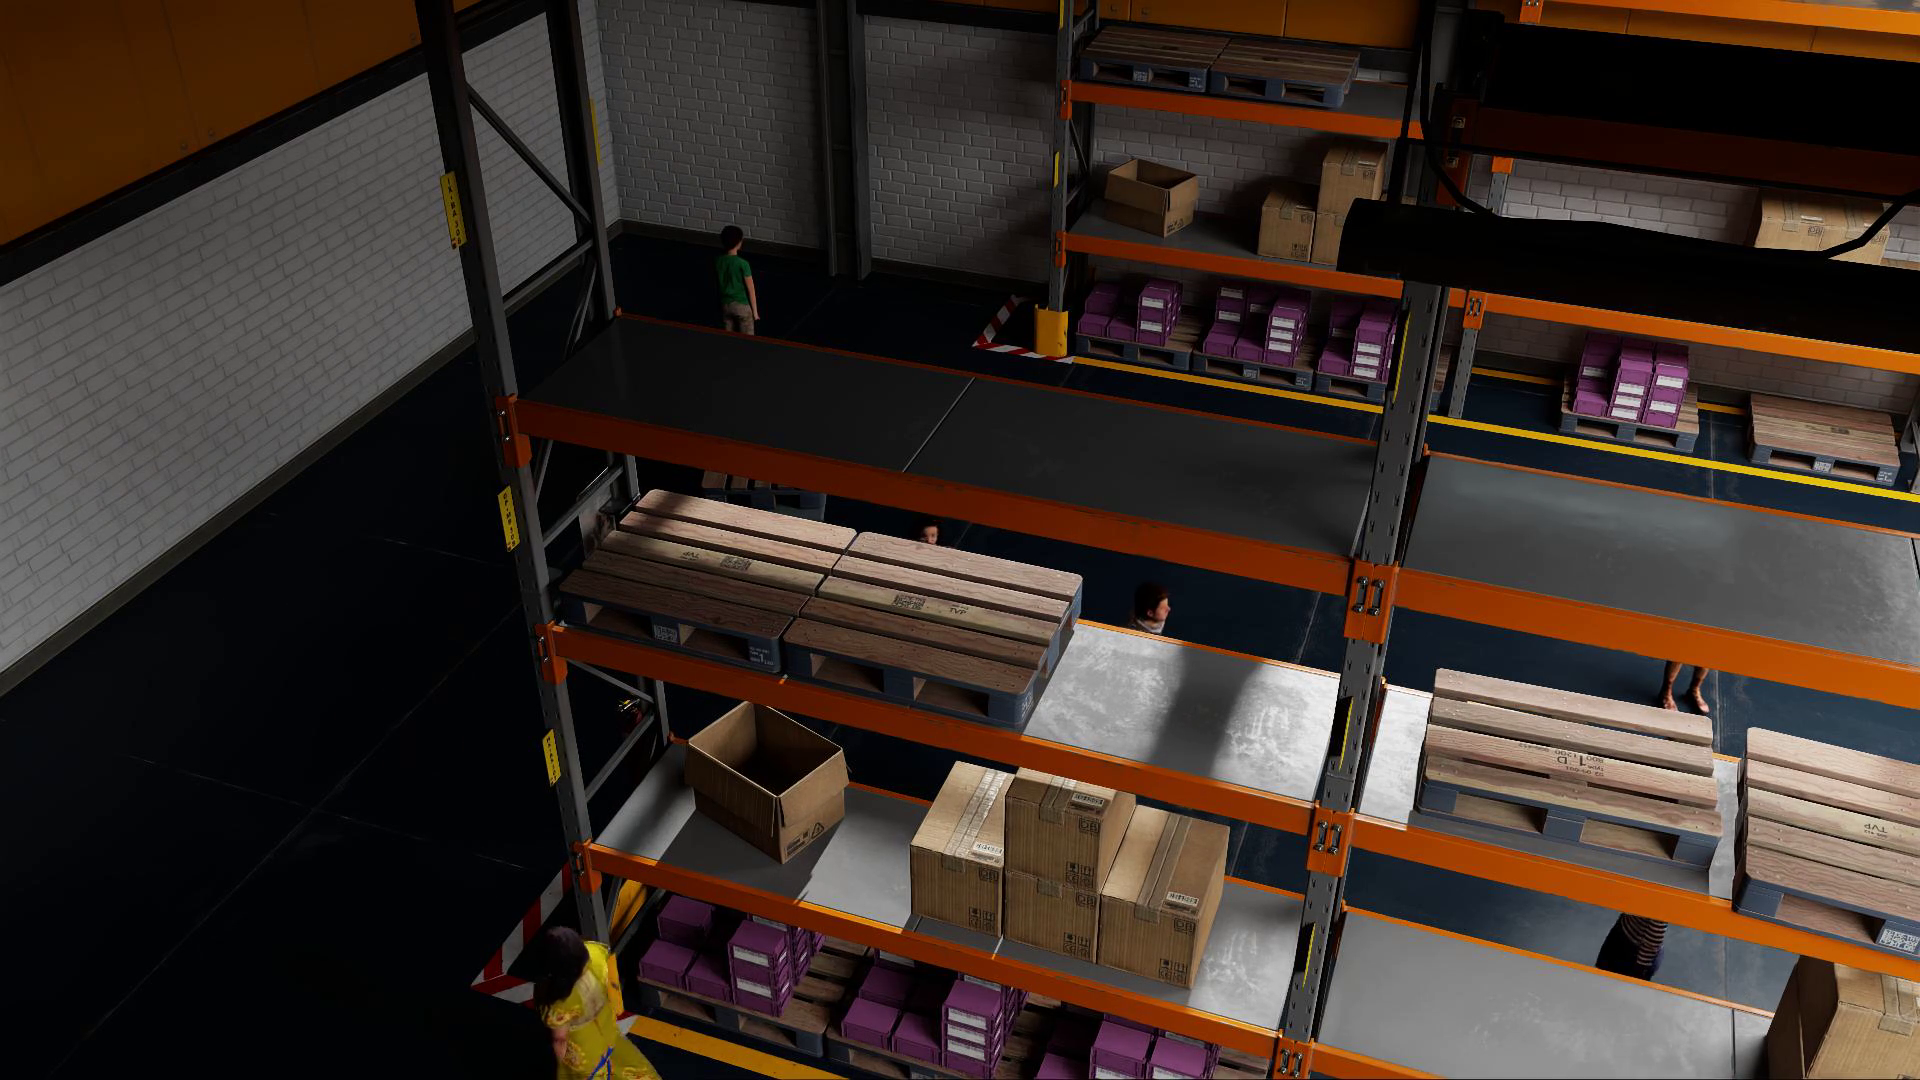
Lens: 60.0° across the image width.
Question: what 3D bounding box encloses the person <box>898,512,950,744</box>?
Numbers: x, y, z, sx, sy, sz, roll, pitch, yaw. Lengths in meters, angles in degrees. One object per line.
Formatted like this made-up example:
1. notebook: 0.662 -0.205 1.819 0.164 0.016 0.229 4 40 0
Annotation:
1. person: -0.234 0.514 11.773 1.077 1.695 0.995 -4 34 -6

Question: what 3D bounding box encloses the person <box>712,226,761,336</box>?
1. person: -2.150 -2.218 15.921 0.459 1.653 0.641 13 36 18

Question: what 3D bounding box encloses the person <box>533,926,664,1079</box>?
1. person: -1.883 2.619 8.652 0.881 1.644 0.725 13 36 19
